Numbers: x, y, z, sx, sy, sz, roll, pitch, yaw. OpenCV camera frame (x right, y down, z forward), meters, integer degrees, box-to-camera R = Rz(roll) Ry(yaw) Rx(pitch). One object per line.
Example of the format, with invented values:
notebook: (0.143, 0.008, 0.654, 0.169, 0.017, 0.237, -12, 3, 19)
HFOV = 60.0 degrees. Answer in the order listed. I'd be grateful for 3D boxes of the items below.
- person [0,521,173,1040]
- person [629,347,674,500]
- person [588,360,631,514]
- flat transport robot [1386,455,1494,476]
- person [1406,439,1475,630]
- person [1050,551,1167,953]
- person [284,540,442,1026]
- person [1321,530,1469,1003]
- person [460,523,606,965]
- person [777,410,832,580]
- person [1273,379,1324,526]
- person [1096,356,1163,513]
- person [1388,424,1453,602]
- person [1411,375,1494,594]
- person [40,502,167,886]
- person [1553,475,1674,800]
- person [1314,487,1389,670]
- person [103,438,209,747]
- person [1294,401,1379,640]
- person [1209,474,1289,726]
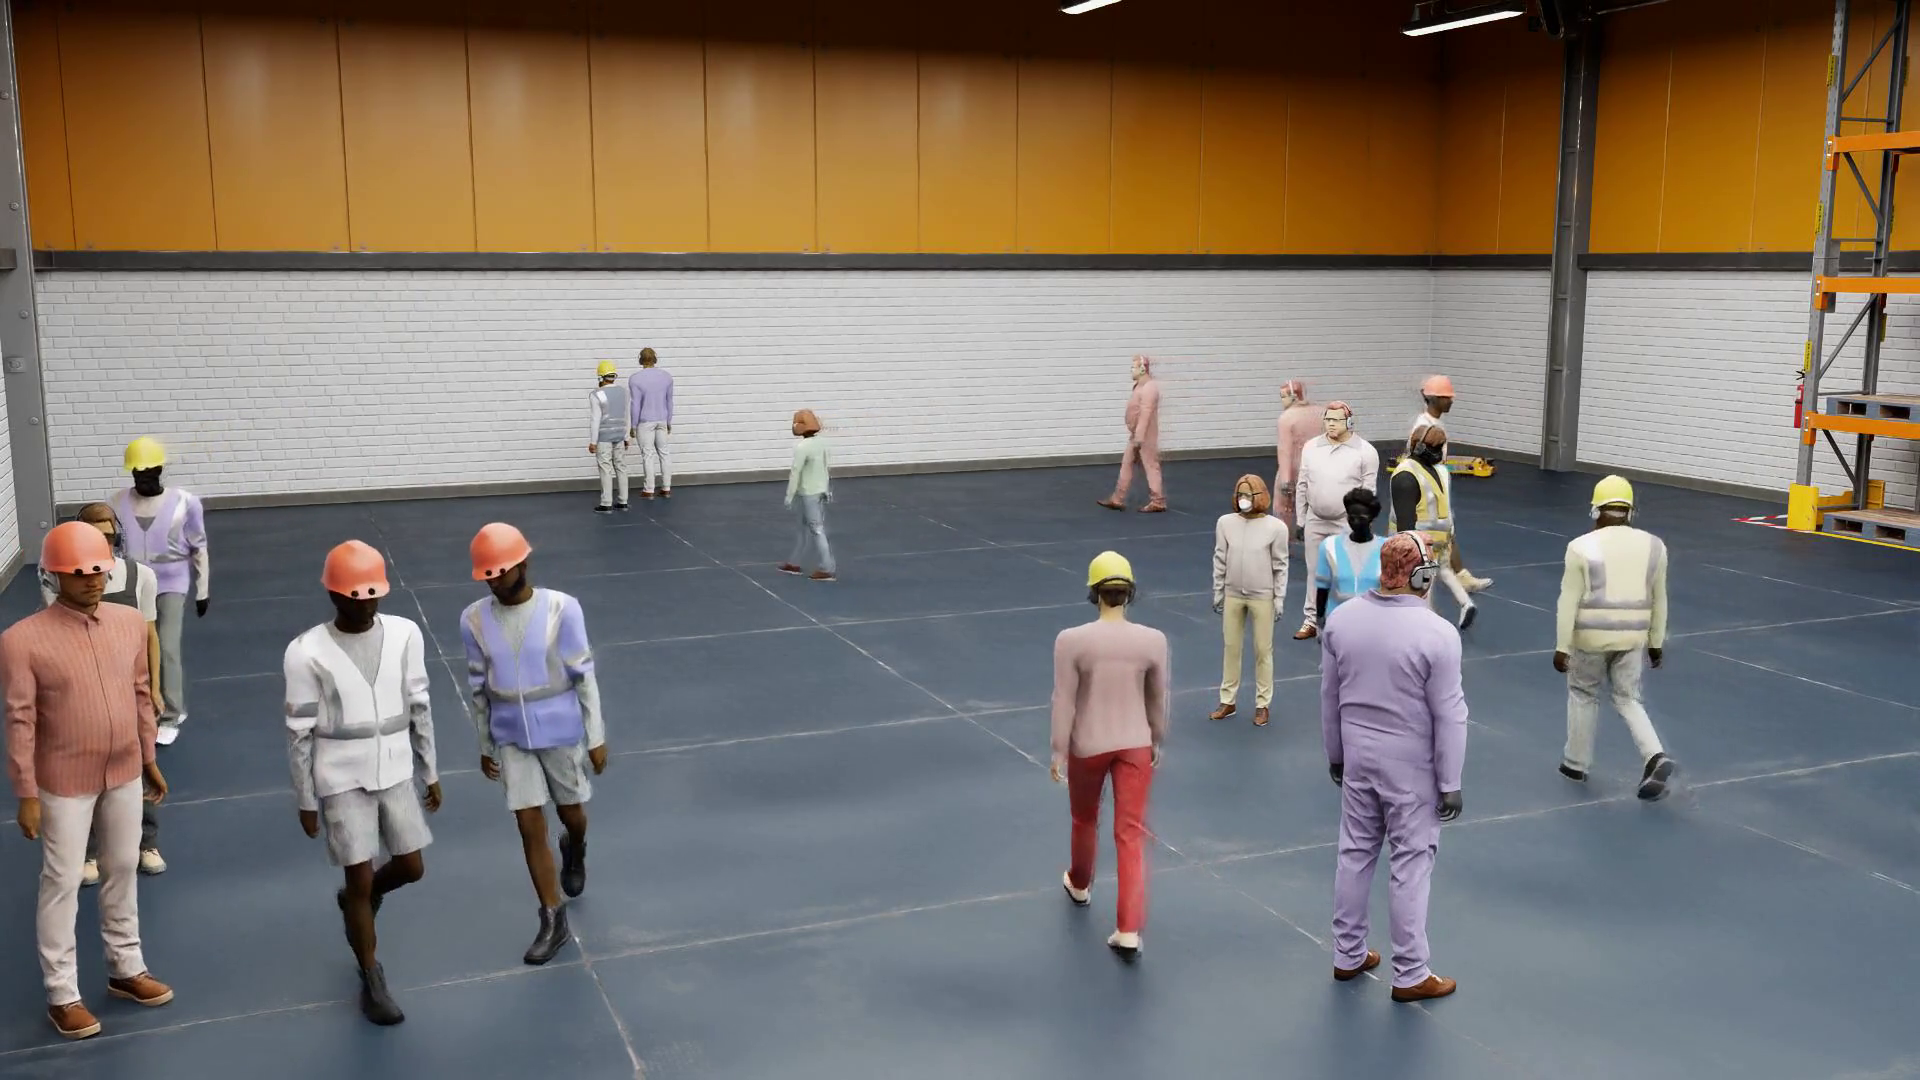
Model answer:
person: (-3.378, 0.909, 6.472, 0.396, 1.992, 0.622, 5, 11, 27)
person: (-3.919, -1.477, 21.115, 0.628, 1.936, 0.377, -8, 12, -41)
person: (-4.215, -1.233, 19.943, 0.404, 1.830, 0.603, 7, 12, 38)
flat transport robot: (6.850, -1.076, 23.710, 1.431, 0.197, 0.652, 3, 10, 20)
person: (3.823, -0.031, 13.329, 0.575, 1.603, 0.585, -6, 11, -33)
person: (0.660, 0.908, 7.357, 0.531, 1.709, 0.947, -1, 9, -5)
person: (-2.397, 0.924, 6.634, 0.572, 1.913, 0.649, -8, 13, -42)
person: (1.781, 0.904, 6.769, 0.401, 1.906, 0.650, -8, 12, -38)
person: (-1.847, 0.824, 7.337, 0.610, 1.890, 0.839, 0, 9, 1)
person: (-1.517, -0.426, 15.706, 0.739, 1.600, 0.528, 4, 10, 21)
person: (3.405, -0.681, 16.564, 0.657, 1.846, 1.001, -6, 11, -33)
person: (2.046, -1.251, 19.904, 0.878, 1.872, 0.673, -1, 9, -4)
person: (3.303, 0.087, 11.936, 0.429, 1.838, 0.621, 6, 11, 31)
person: (4.251, -0.489, 14.991, 1.097, 1.981, 0.631, 6, 11, 31)
person: (-4.109, 0.729, 8.019, 0.508, 1.845, 0.345, -6, 11, -31)
person: (3.657, 0.549, 9.263, 0.626, 1.799, 0.740, -1, 9, -6)
person: (2.374, 0.505, 9.876, 0.537, 1.682, 0.541, 4, 10, 23)
person: (-5.022, 0.325, 10.305, 0.594, 1.893, 0.839, -1, 9, -4)
person: (2.933, -0.137, 13.075, 0.643, 1.909, 0.410, 6, 11, 31)
person: (1.870, 0.382, 10.753, 0.501, 1.633, 0.283, 6, 11, 31)
